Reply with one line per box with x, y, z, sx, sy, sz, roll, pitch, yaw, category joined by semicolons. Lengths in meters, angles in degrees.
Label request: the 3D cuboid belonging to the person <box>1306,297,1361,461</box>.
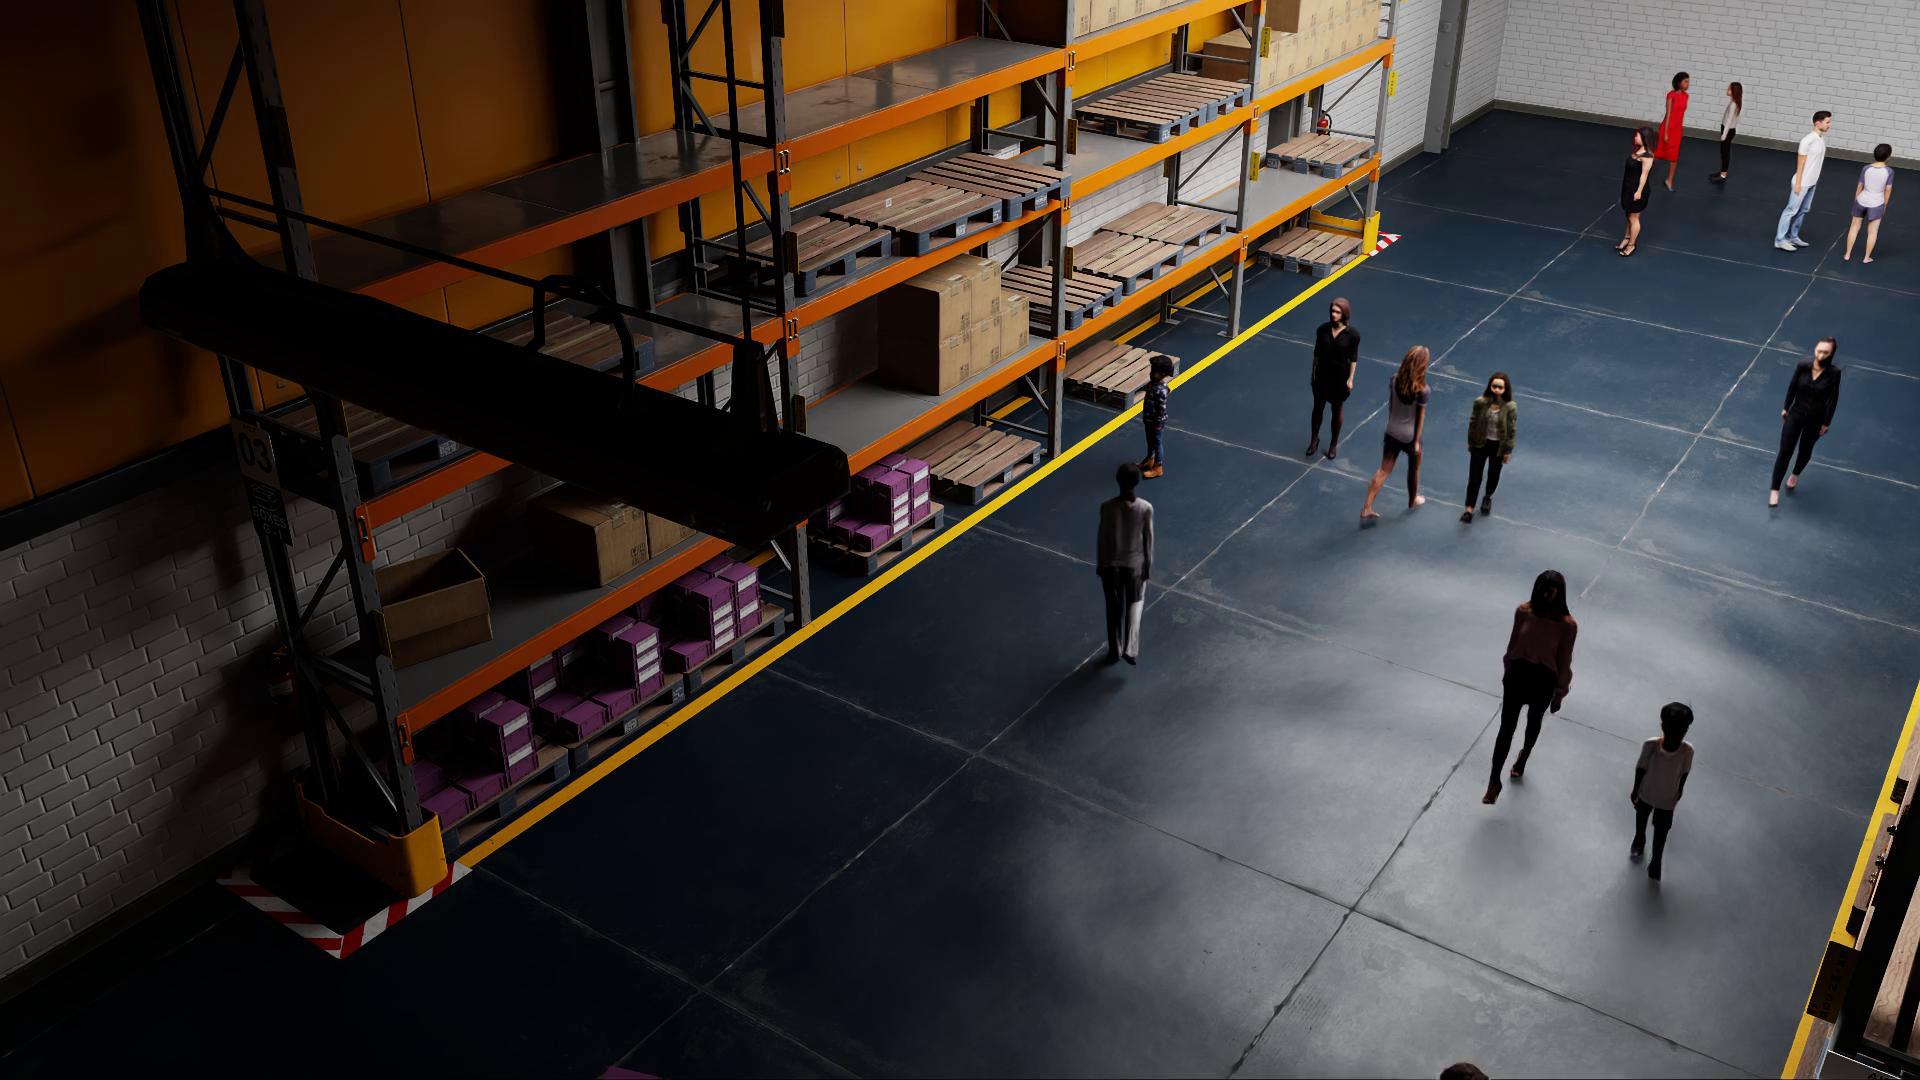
3.714;-1.617;16.583;0.617;1.703;0.549;13;31;23;person

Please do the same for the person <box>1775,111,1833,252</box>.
11.334;-4.832;22.314;0.622;1.860;0.796;-19;34;-31;person

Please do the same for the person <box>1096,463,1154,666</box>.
1.289;0.241;13.114;0.807;1.762;0.911;2;29;3;person

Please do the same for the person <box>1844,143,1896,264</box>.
12.000;-4.447;21.915;0.575;1.565;0.540;22;35;34;person

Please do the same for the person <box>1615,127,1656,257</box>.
8.998;-4.630;22.091;0.799;1.717;0.679;5;29;10;person

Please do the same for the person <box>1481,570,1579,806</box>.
4.072;0.982;11.739;0.652;1.778;0.992;18;33;29;person

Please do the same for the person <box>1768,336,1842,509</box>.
8.025;-1.131;15.742;0.590;1.655;1.033;19;34;30;person

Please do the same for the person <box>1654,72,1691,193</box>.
10.496;-6.077;24.746;1.036;1.715;0.976;-12;31;-21;person

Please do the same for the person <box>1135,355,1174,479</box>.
1.917;-1.226;16.338;0.636;1.251;0.587;-9;30;-16;person

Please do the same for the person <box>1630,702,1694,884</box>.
4.693;1.600;11.166;0.569;1.243;0.775;13;31;22;person

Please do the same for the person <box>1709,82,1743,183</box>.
11.642;-6.181;25.182;0.626;1.481;0.465;12;31;21;person

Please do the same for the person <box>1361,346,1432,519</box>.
4.029;-0.944;15.366;1.147;1.687;0.833;-21;35;-33;person

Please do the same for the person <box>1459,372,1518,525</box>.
4.963;-0.880;15.512;0.720;1.435;1.014;12;31;20;person
